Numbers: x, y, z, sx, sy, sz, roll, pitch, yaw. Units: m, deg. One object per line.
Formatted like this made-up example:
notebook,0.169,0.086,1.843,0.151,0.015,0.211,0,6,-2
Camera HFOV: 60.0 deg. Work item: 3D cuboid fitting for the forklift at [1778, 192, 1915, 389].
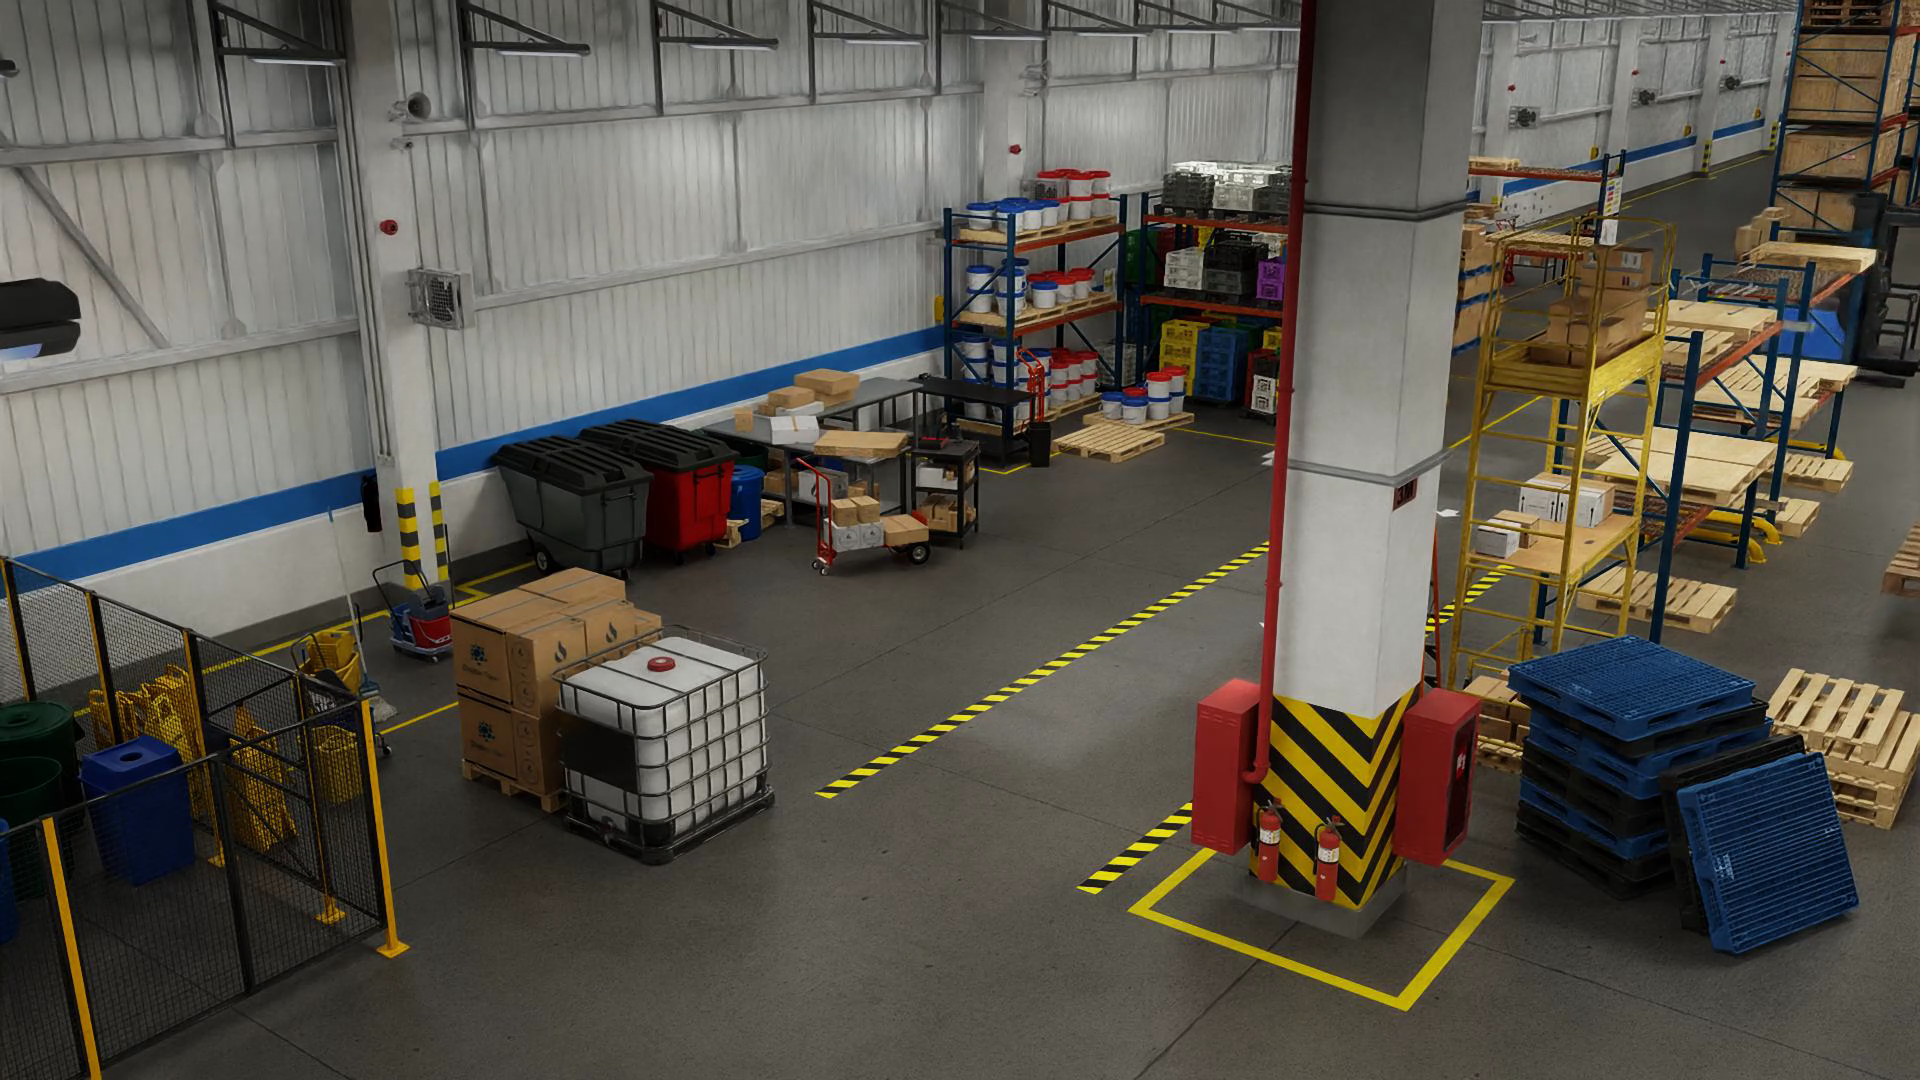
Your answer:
forklift,13.746,-3.887,25.515,1.873,2.768,1.129,13,22,34
